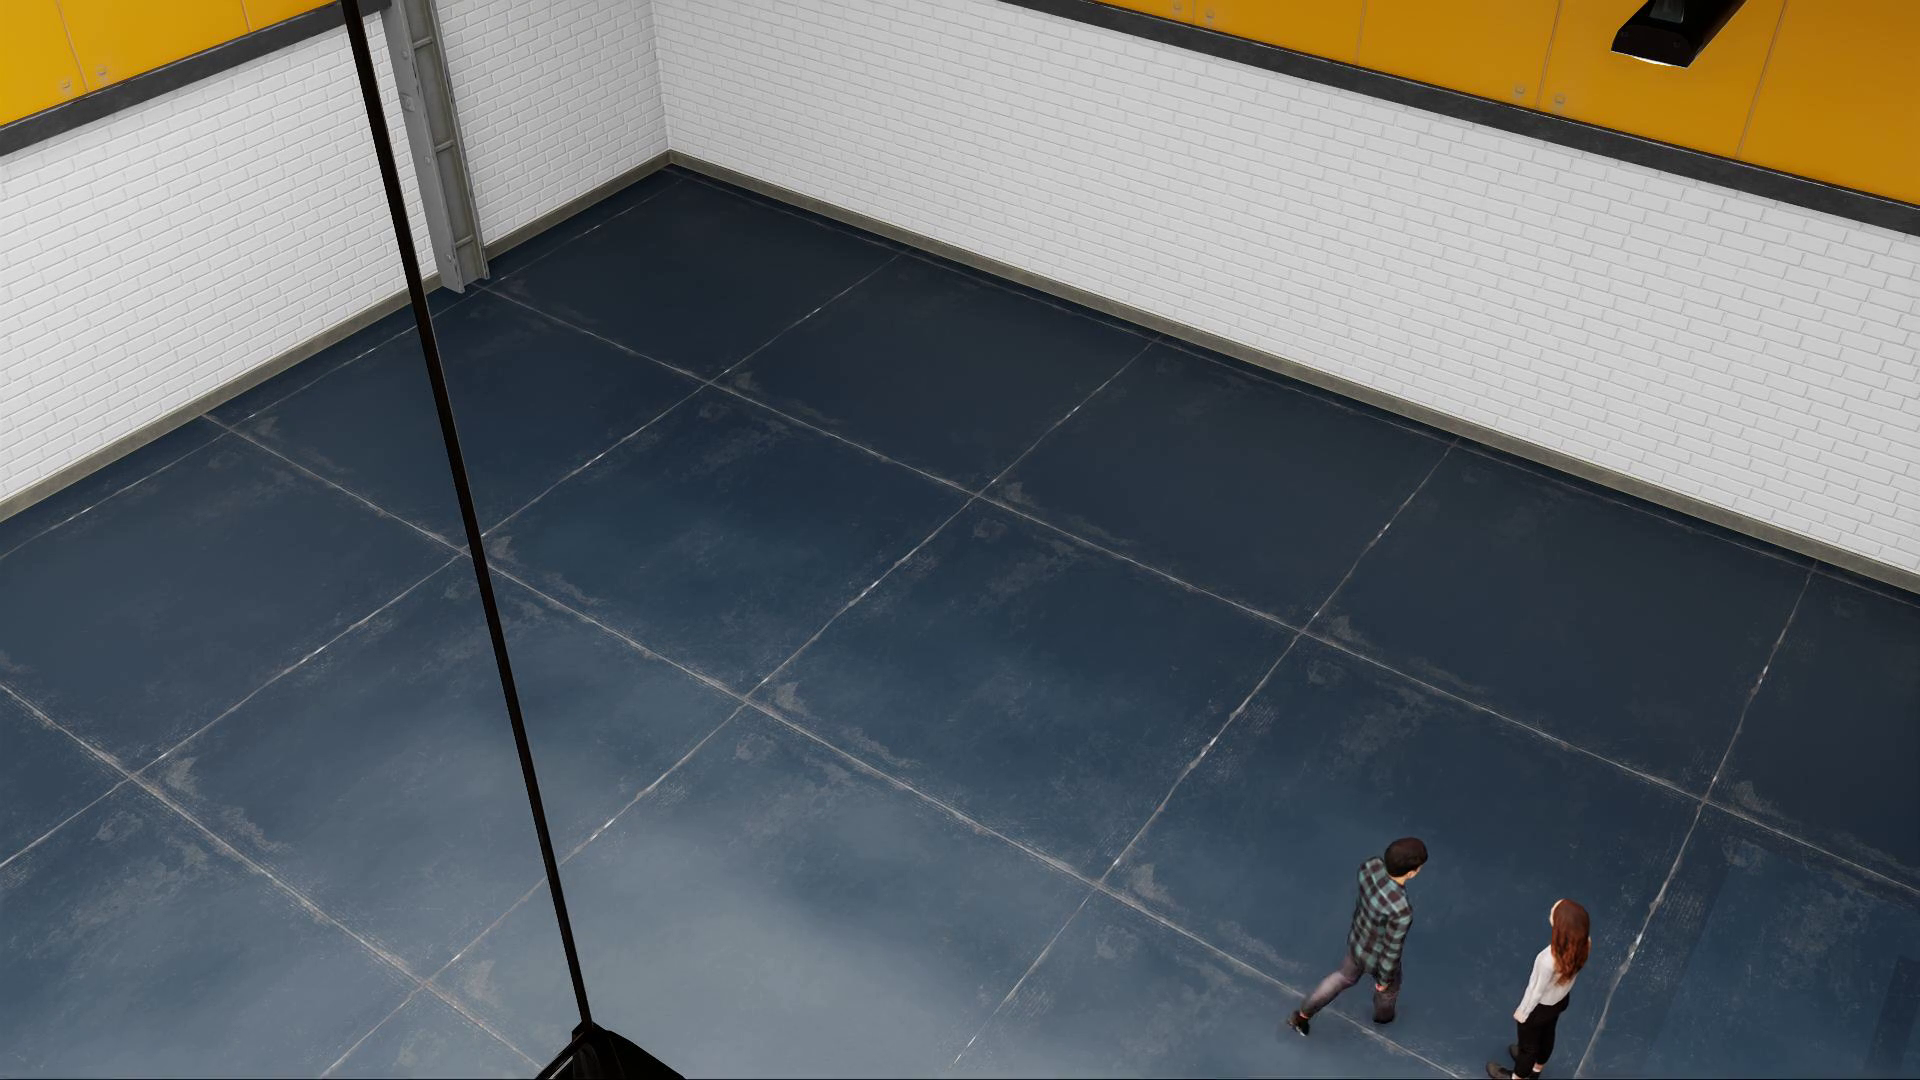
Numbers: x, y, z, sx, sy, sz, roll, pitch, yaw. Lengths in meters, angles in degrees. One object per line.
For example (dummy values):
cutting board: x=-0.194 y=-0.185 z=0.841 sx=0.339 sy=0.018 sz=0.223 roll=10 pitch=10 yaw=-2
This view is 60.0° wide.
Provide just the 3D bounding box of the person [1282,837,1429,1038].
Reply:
person: x=2.278 y=2.305 z=9.461 sx=1.163 sy=1.687 sz=1.039 roll=-14 pitch=41 yaw=-16

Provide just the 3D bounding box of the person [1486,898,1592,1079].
person: x=3.236 y=2.527 z=9.157 sx=0.505 sy=1.485 sz=0.653 roll=-26 pitch=46 yaw=-29
